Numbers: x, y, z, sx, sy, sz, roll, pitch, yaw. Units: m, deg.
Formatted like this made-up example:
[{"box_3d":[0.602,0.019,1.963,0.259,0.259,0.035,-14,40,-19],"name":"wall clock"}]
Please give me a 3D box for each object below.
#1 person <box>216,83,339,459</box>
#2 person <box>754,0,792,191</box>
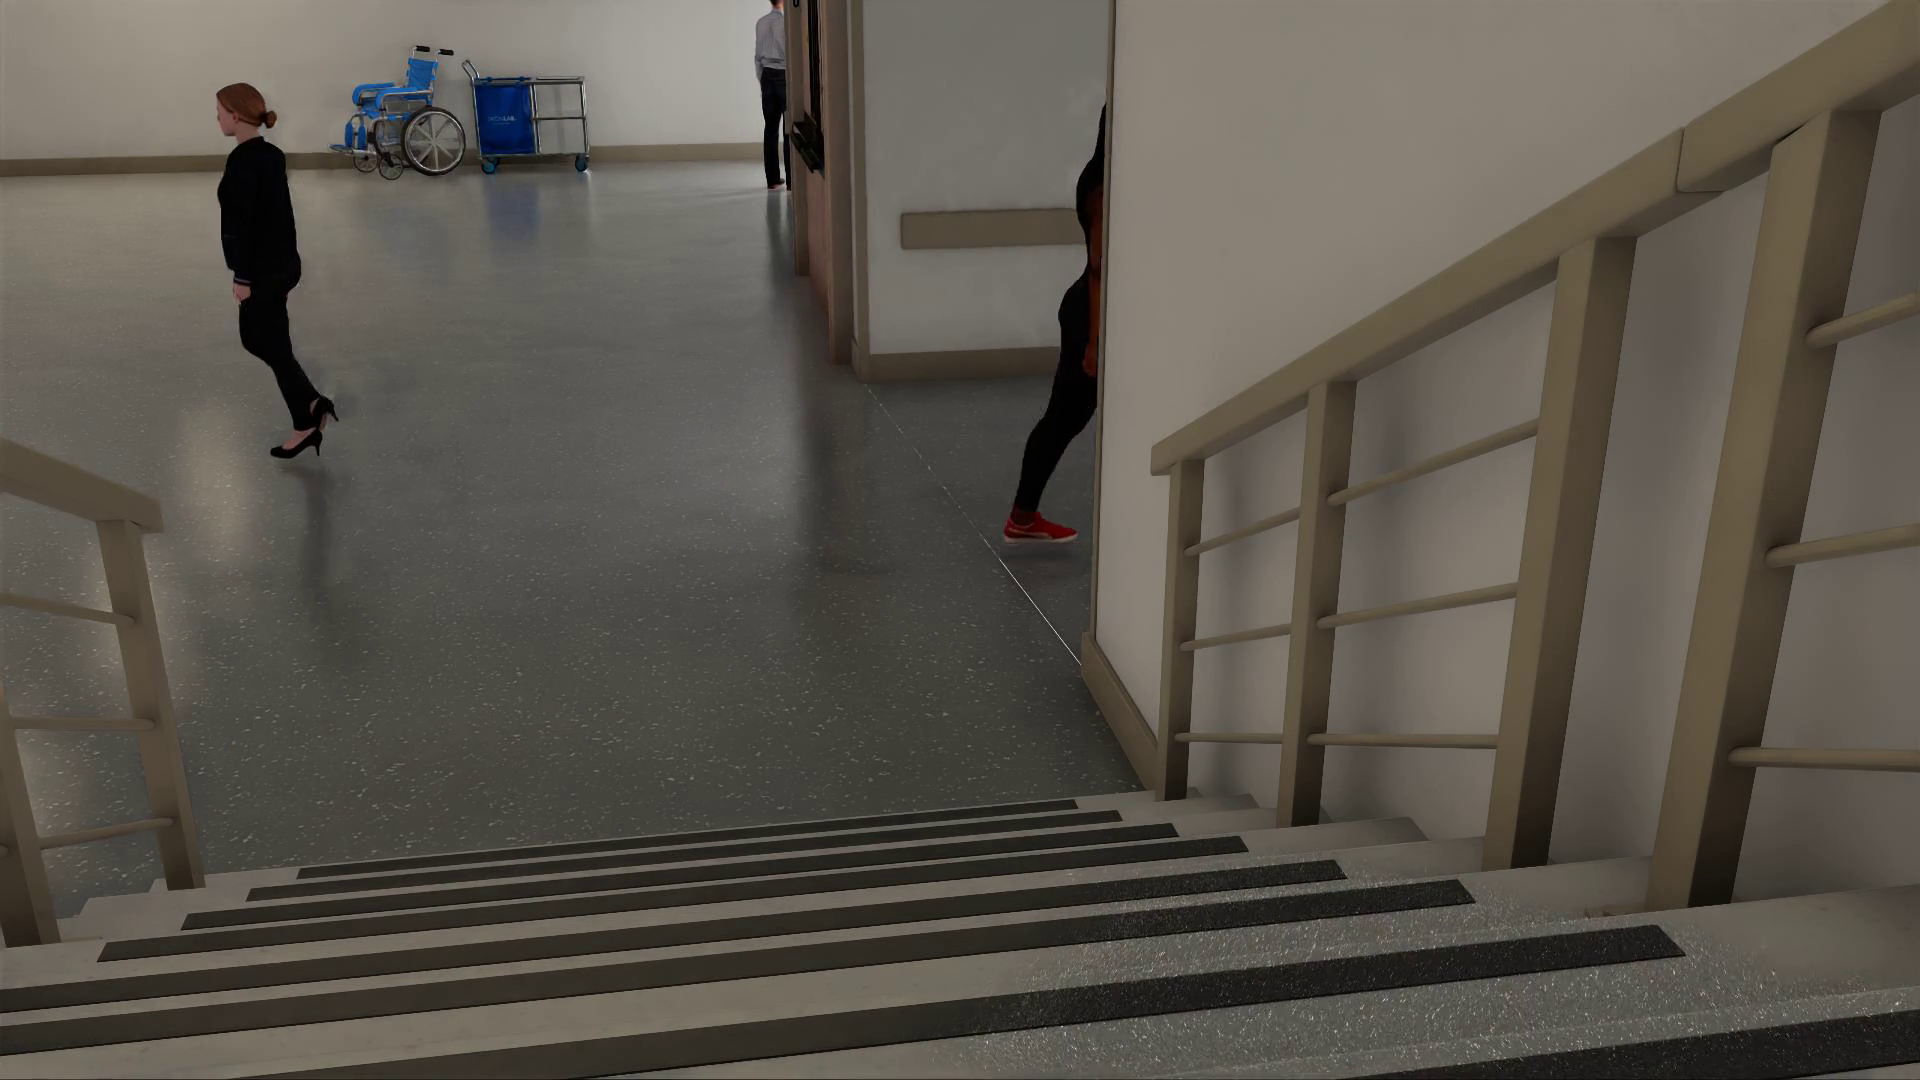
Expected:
[{"box_3d":[-2.998,-1.168,7.422,0.668,1.677,0.535,-3,21,-8],"name":"person"},{"box_3d":[-1.605,-4.083,14.919,0.738,1.819,0.776,11,24,28],"name":"person"}]
